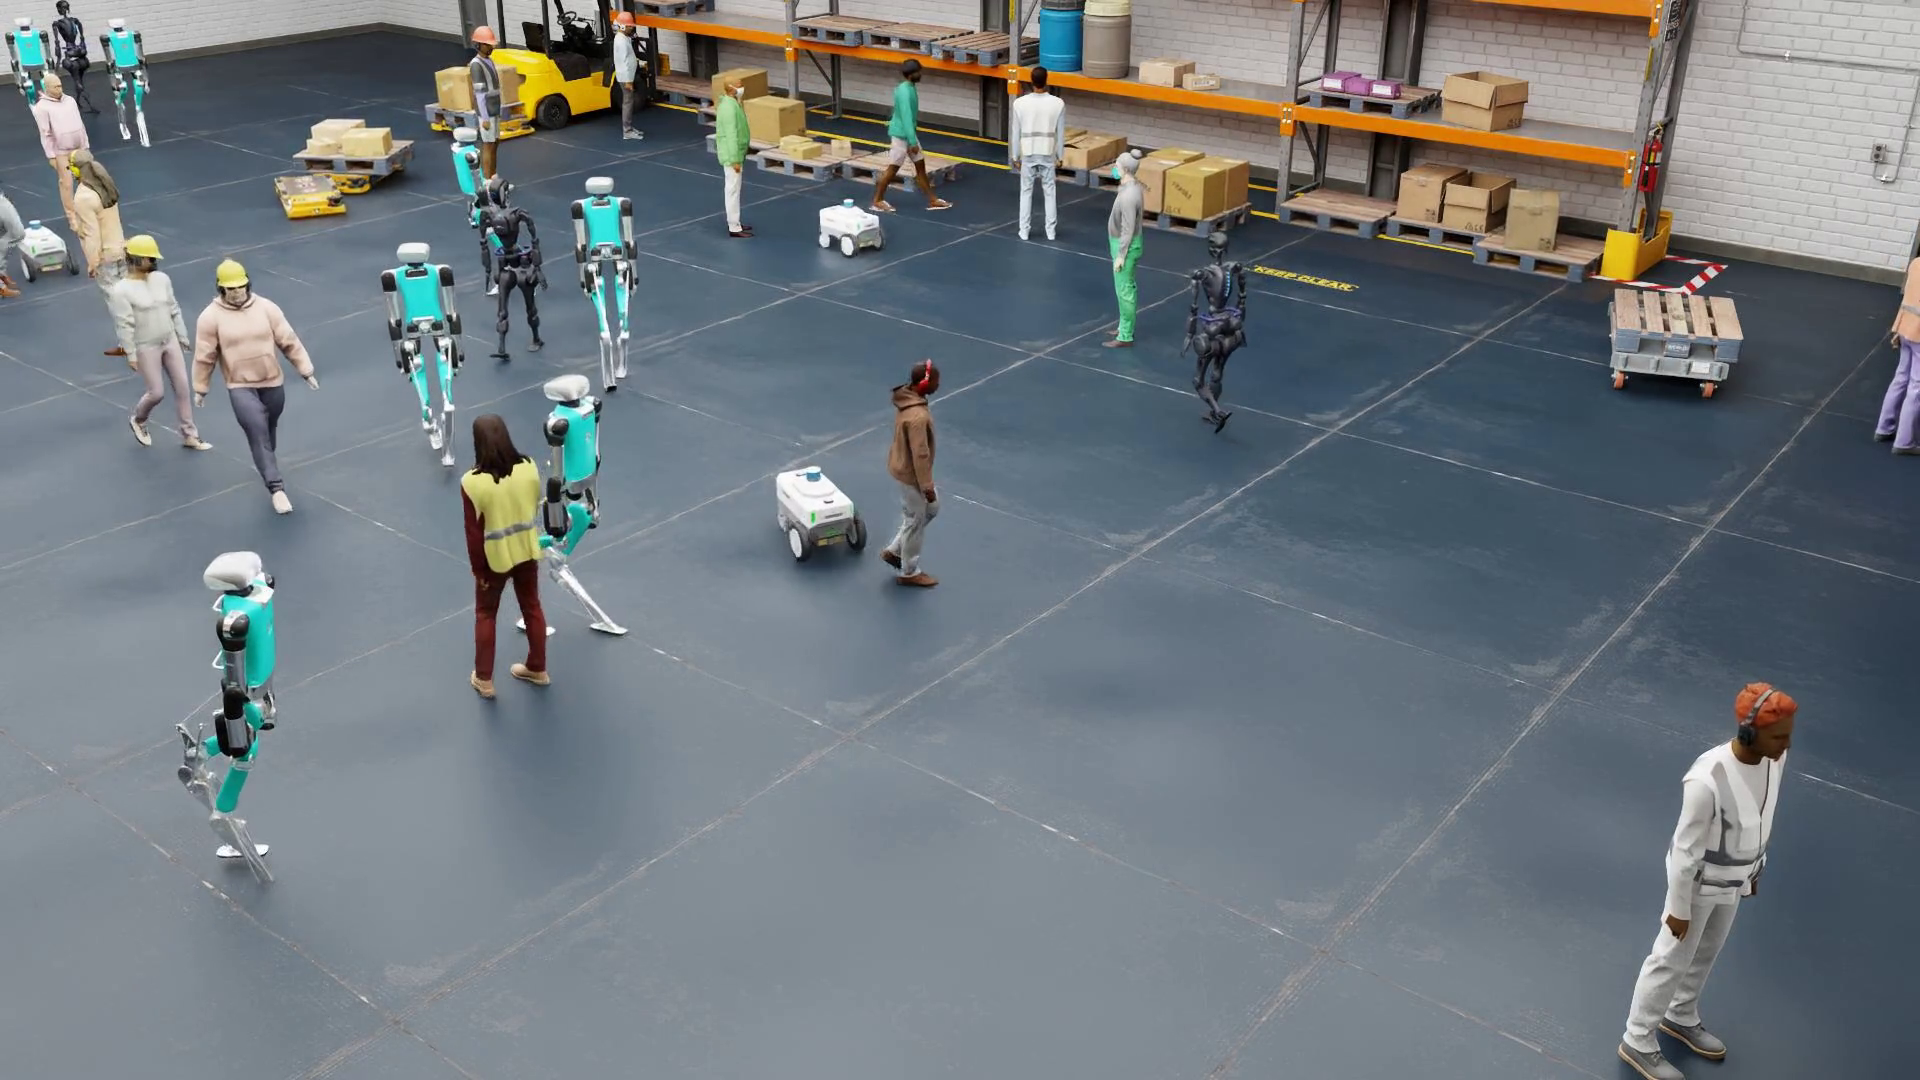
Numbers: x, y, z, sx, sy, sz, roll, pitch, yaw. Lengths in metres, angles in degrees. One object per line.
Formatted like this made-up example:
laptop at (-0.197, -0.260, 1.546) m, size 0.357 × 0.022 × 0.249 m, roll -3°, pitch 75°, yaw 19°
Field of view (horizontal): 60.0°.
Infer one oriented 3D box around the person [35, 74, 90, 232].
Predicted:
person at (-10.215, -4.435, 19.025) m, size 0.409 × 1.776 × 0.538 m, roll 14°, pitch 29°, yaw 27°

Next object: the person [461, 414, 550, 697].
person at (-2.646, 0.092, 9.667) m, size 0.481 × 1.760 × 0.492 m, roll -19°, pitch 31°, yaw -33°

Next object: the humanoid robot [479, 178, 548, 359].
humanoid robot at (-4.044, -2.434, 15.022) m, size 0.608 × 1.636 × 0.715 m, roll 4°, pitch 26°, yaw 8°

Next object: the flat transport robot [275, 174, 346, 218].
flat transport robot at (-7.938, -4.207, 20.282) m, size 0.659 × 0.231 × 1.431 m, roll -12°, pitch 28°, yaw -23°

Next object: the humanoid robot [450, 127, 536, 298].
humanoid robot at (-4.597, -3.201, 16.627) m, size 0.787 × 1.893 × 0.547 m, roll -17°, pitch 31°, yaw -31°

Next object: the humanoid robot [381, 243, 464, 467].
humanoid robot at (-4.040, -1.333, 12.671) m, size 0.533 × 1.749 × 1.011 m, roll -7°, pitch 27°, yaw -15°

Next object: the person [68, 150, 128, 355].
person at (-7.756, -2.609, 15.129) m, size 0.390 × 1.874 × 0.566 m, roll 0°, pitch 26°, yaw 0°

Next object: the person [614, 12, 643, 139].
person at (-4.674, -6.540, 23.420) m, size 0.344 × 1.740 × 0.572 m, roll -5°, pitch 26°, yaw -11°

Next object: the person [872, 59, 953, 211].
person at (-0.613, -4.785, 19.728) m, size 0.991 × 1.789 × 0.519 m, roll 4°, pitch 26°, yaw 8°

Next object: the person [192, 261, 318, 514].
person at (-5.192, -1.178, 12.231) m, size 0.828 × 1.818 × 0.953 m, roll -18°, pitch 31°, yaw -33°

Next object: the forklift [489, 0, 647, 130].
forklift at (-5.874, -7.334, 24.552) m, size 1.214 × 2.155 × 2.313 m, roll 19°, pitch 32°, yaw 34°

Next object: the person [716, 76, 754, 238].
person at (-2.551, -4.334, 18.807) m, size 0.388 × 1.784 × 0.539 m, roll -3°, pitch 26°, yaw -5°

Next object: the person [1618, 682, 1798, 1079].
person at (3.084, 1.403, 6.825) m, size 0.571 × 1.876 × 0.350 m, roll -17°, pitch 31°, yaw -32°

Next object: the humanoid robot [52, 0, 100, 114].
humanoid robot at (-13.418, -7.279, 25.053) m, size 0.722 × 1.634 × 0.589 m, roll 8°, pitch 27°, yaw 17°

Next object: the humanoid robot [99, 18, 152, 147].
humanoid robot at (-11.650, -6.394, 23.146) m, size 0.548 × 1.760 × 0.963 m, roll -21°, pitch 33°, yaw -36°

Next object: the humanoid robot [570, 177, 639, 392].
humanoid robot at (-3.044, -2.143, 14.407) m, size 0.543 × 1.845 × 0.886 m, roll -4°, pitch 26°, yaw -9°

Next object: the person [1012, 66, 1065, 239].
person at (0.872, -4.317, 18.631) m, size 0.591 × 1.909 × 0.381 m, roll 0°, pitch 26°, yaw 1°

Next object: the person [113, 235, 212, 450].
person at (-6.309, -1.527, 13.043) m, size 0.570 × 1.739 × 0.554 m, roll 11°, pitch 28°, yaw 22°

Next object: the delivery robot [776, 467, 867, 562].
delivery robot at (-1.018, -0.225, 11.697) m, size 0.499 × 0.585 × 0.785 m, roll -12°, pitch 28°, yaw -24°

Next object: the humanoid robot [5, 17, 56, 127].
humanoid robot at (-12.795, -6.340, 23.055) m, size 0.538 × 1.809 × 0.760 m, roll -13°, pitch 29°, yaw -26°

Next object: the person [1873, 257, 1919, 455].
person at (7.530, -1.564, 13.013) m, size 0.399 × 1.834 × 0.587 m, roll -3°, pitch 26°, yaw -6°

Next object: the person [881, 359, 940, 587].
person at (-0.286, -0.420, 10.860) m, size 0.365 × 1.633 × 0.492 m, roll -2°, pitch 26°, yaw -4°

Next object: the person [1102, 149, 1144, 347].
person at (1.515, -2.696, 15.348) m, size 0.334 × 1.839 × 0.523 m, roll 5°, pitch 26°, yaw 10°

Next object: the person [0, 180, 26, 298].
person at (-9.733, -3.377, 16.673) m, size 0.444 × 1.916 × 0.680 m, roll -1°, pitch 26°, yaw -3°

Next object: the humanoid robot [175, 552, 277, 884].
humanoid robot at (-3.608, 0.923, 8.061) m, size 0.780 × 1.849 × 0.541 m, roll -2°, pitch 26°, yaw -4°

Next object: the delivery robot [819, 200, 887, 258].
delivery robot at (-1.211, -3.461, 18.403) m, size 0.499 × 0.589 × 0.775 m, roll -23°, pitch 34°, yaw -39°

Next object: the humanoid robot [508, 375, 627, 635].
humanoid robot at (-2.571, -0.193, 10.310) m, size 0.904 × 1.765 × 0.539 m, roll 8°, pitch 27°, yaw 15°

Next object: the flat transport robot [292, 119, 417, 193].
flat transport robot at (-7.701, -4.692, 21.288) m, size 0.659 × 0.231 × 1.431 m, roll 2°, pitch 26°, yaw 4°

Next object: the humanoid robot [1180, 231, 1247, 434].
humanoid robot at (2.117, -1.676, 13.428) m, size 0.616 × 1.636 × 0.499 m, roll -13°, pitch 29°, yaw -26°

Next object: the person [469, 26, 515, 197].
person at (-5.759, -5.267, 20.447) m, size 0.386 × 2.037 × 0.613 m, roll -1°, pitch 26°, yaw -1°

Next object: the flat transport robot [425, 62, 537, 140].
flat transport robot at (-6.873, -5.976, 23.948) m, size 1.431 × 0.231 × 0.659 m, roll 16°, pitch 30°, yaw 30°

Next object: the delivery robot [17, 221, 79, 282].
delivery robot at (-9.718, -3.079, 17.596) m, size 0.499 × 0.575 × 0.754 m, roll -21°, pitch 33°, yaw -36°
